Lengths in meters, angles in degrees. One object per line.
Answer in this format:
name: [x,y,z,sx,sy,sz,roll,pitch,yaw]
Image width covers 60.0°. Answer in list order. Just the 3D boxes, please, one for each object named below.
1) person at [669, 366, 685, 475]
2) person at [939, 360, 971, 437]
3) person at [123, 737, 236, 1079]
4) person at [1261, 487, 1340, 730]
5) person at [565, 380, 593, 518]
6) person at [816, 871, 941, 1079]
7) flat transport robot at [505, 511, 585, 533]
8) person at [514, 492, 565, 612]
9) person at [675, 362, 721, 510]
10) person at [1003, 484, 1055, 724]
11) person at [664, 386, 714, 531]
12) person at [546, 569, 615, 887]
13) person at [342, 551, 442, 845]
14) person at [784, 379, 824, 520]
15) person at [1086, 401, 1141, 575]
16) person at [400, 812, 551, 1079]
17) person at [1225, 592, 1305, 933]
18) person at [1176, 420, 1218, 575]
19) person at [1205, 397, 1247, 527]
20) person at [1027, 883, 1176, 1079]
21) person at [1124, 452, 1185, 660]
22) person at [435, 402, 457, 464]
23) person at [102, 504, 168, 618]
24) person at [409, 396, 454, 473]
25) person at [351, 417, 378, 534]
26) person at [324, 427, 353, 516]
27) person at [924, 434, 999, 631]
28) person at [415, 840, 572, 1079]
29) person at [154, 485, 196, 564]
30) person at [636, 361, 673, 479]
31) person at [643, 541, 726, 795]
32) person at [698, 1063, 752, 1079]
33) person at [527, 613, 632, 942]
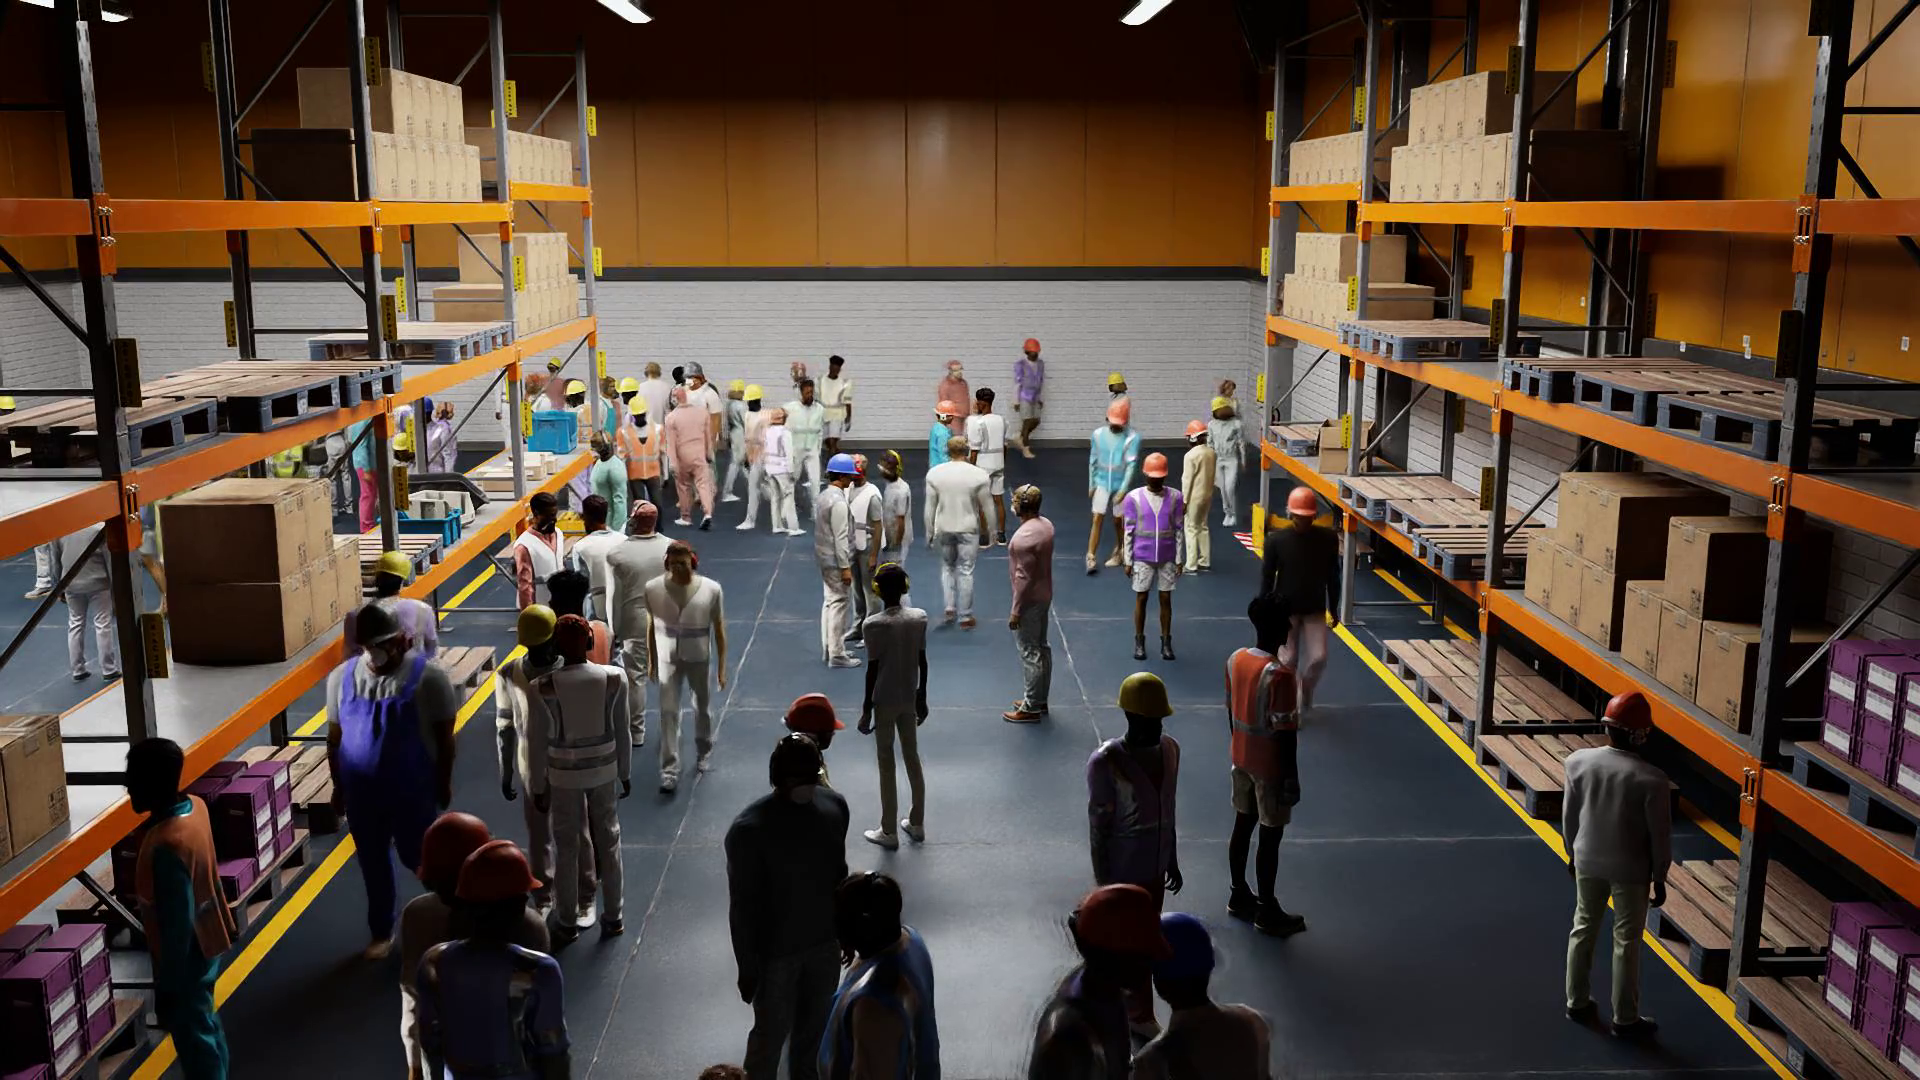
person: [-4.355,-1.852,25.798,0.320,1.692,0.529,2,11,8]
person: [-0.027,-1.751,24.796,0.465,1.885,0.666,8,14,35]
person: [-3.314,1.759,7.125,0.380,1.915,0.594,-4,12,-18]
person: [2.674,0.544,13.066,0.647,1.972,0.440,0,11,-1]
person: [-4.897,-1.107,21.516,0.399,1.911,0.596,3,12,13]
person: [-0.289,2.047,5.905,0.431,1.835,0.623,1,11,6]
flat transport robot: [-5.504,-0.223,21.205,1.431,0.197,0.652,-1,11,-3]
person: [-3.312,0.552,13.206,0.398,1.909,0.599,3,12,15]
person: [-3.638,-1.428,22.790,0.675,2.000,0.537,6,13,27]
person: [0.554,0.508,13.343,0.371,1.941,0.627,4,12,21]
person: [-3.434,-1.045,21.356,0.695,1.858,0.917,-8,14,-35]
person: [-2.312,1.138,10.119,0.368,1.961,0.612,3,12,15]
person: [-3.728,1.021,10.973,0.618,1.868,0.756,-9,14,-38]
person: [-2.094,-1.222,22.168,0.588,1.884,0.941,-6,13,-28]
person: [1.722,-0.600,18.822,0.639,1.973,0.959,4,12,21]
person: [-1.768,1.933,6.090,0.627,1.985,0.409,4,12,18]
person: [1.745,1.261,9.507,0.367,1.961,0.607,-5,12,-24]
person: [2.670,-0.485,18.824,0.354,1.737,0.576,10,15,40]
person: [3.449,-1.017,21.567,0.498,1.701,0.585,8,14,34]
person: [0.438,2.065,5.402,0.744,2.004,0.632,4,12,20]
person: [1.774,0.151,15.174,0.549,1.927,0.393,-1,11,-3]
person: [-6.677,-0.982,21.592,0.314,1.632,0.524,-6,13,-27]
person: [-8.364,-0.177,16.684,1.076,1.983,0.649,6,13,26]
person: [-6.230,-0.728,19.524,0.616,1.942,0.408,4,12,21]
person: [-7.244,-0.920,20.398,0.396,1.989,0.619,-2,12,-11]
person: [-8.448,-1.191,22.382,0.319,1.738,0.484,7,13,30]
person: [0.030,-0.079,16.339,0.699,1.921,0.548,3,12,16]
person: [-1.612,1.999,5.876,0.547,1.934,0.375,3,12,13]
person: [-9.189,-0.677,19.340,0.586,1.920,0.397,-3,12,-15]
person: [-4.456,-1.645,24.209,0.633,1.909,0.882,-5,12,-25]
person: [-1.955,0.883,11.852,0.577,1.781,0.992,-1,11,-4]
person: [-0.646,2.365,4.932,0.537,1.601,0.724,-6,13,-27]
person: [-2.129,1.334,9.358,0.575,1.880,0.358,-5,12,-22]
